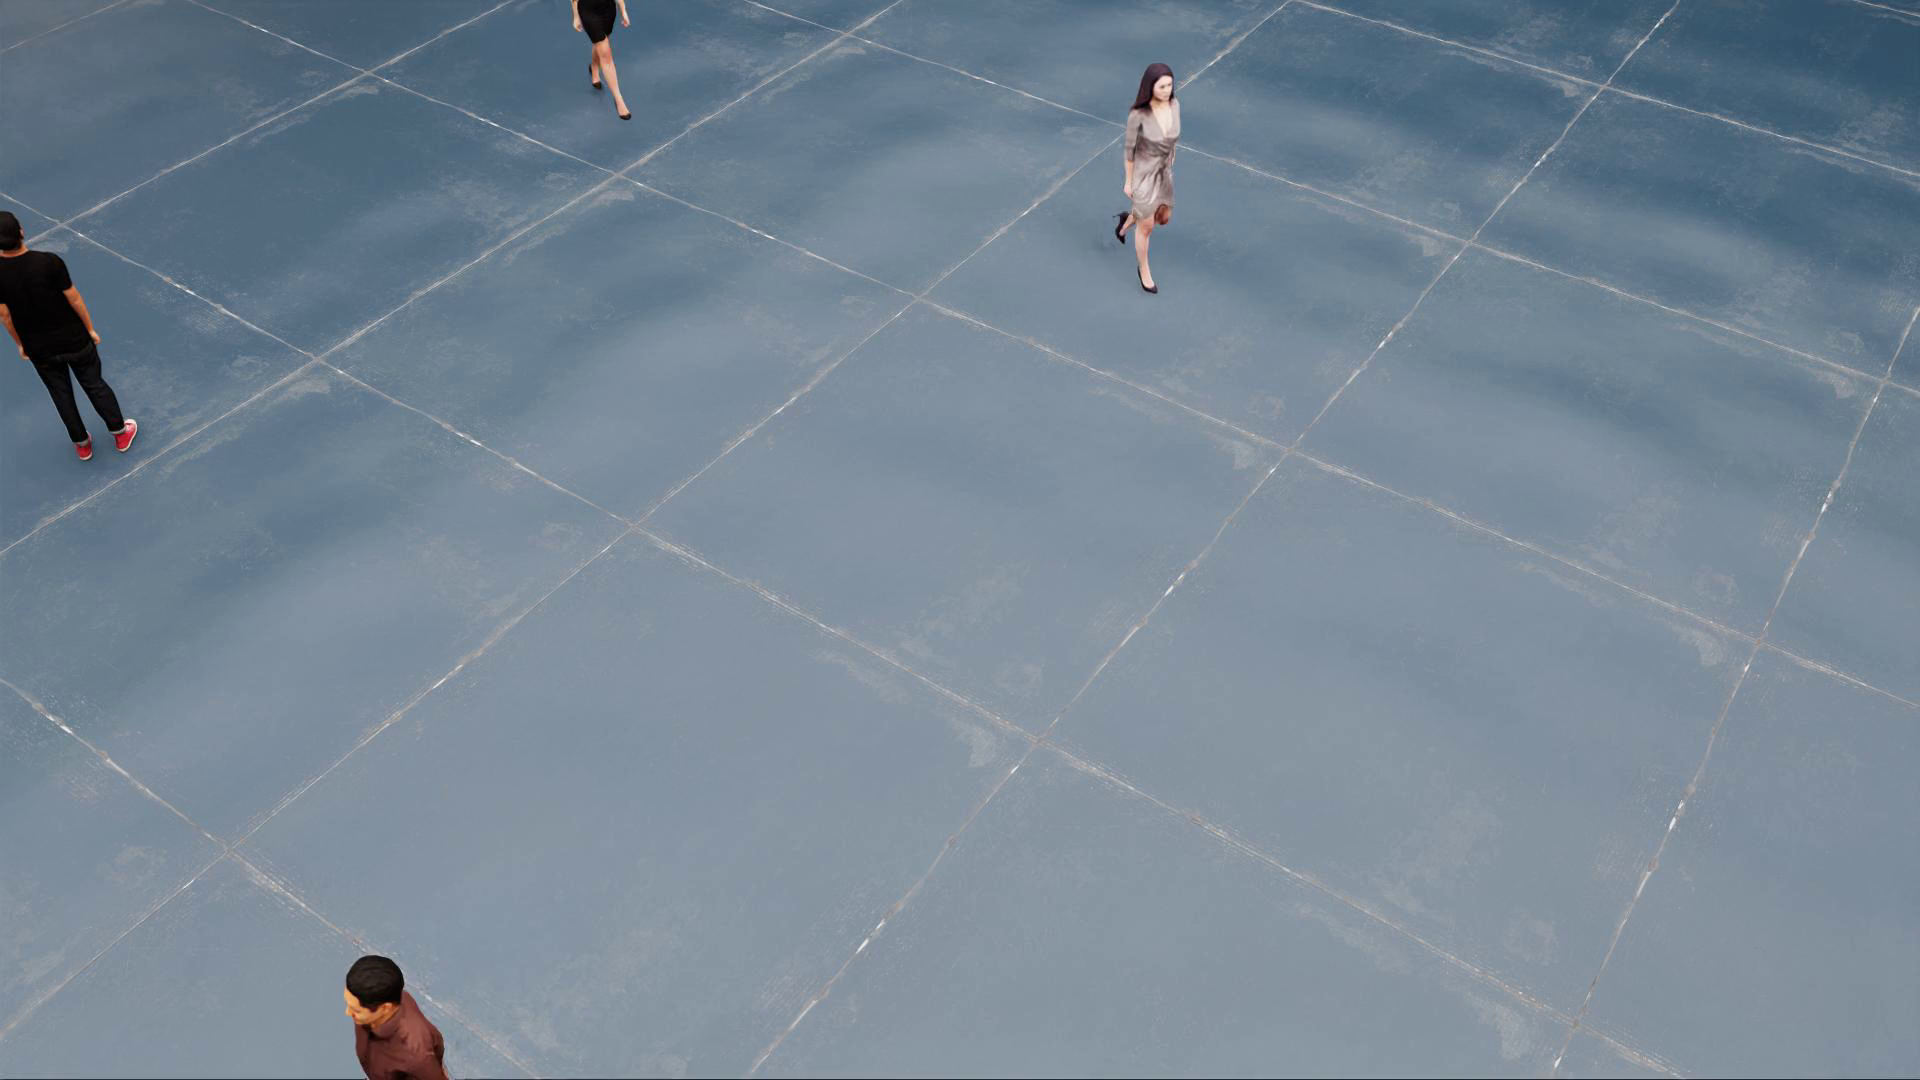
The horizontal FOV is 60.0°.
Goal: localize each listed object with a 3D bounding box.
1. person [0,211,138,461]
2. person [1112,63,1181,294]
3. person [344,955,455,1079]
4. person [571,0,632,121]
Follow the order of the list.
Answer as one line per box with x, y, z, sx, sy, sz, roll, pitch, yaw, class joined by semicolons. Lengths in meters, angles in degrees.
-5.589;-1.253;10.271;0.725;1.759;0.754;-14;45;-15;person
1.296;-2.575;11.705;0.806;1.733;0.969;-22;47;-22;person
-2.075;2.157;6.611;0.809;1.768;0.709;-29;50;-27;person
-3.009;-4.342;13.689;0.825;1.609;1.112;-24;48;-24;person
